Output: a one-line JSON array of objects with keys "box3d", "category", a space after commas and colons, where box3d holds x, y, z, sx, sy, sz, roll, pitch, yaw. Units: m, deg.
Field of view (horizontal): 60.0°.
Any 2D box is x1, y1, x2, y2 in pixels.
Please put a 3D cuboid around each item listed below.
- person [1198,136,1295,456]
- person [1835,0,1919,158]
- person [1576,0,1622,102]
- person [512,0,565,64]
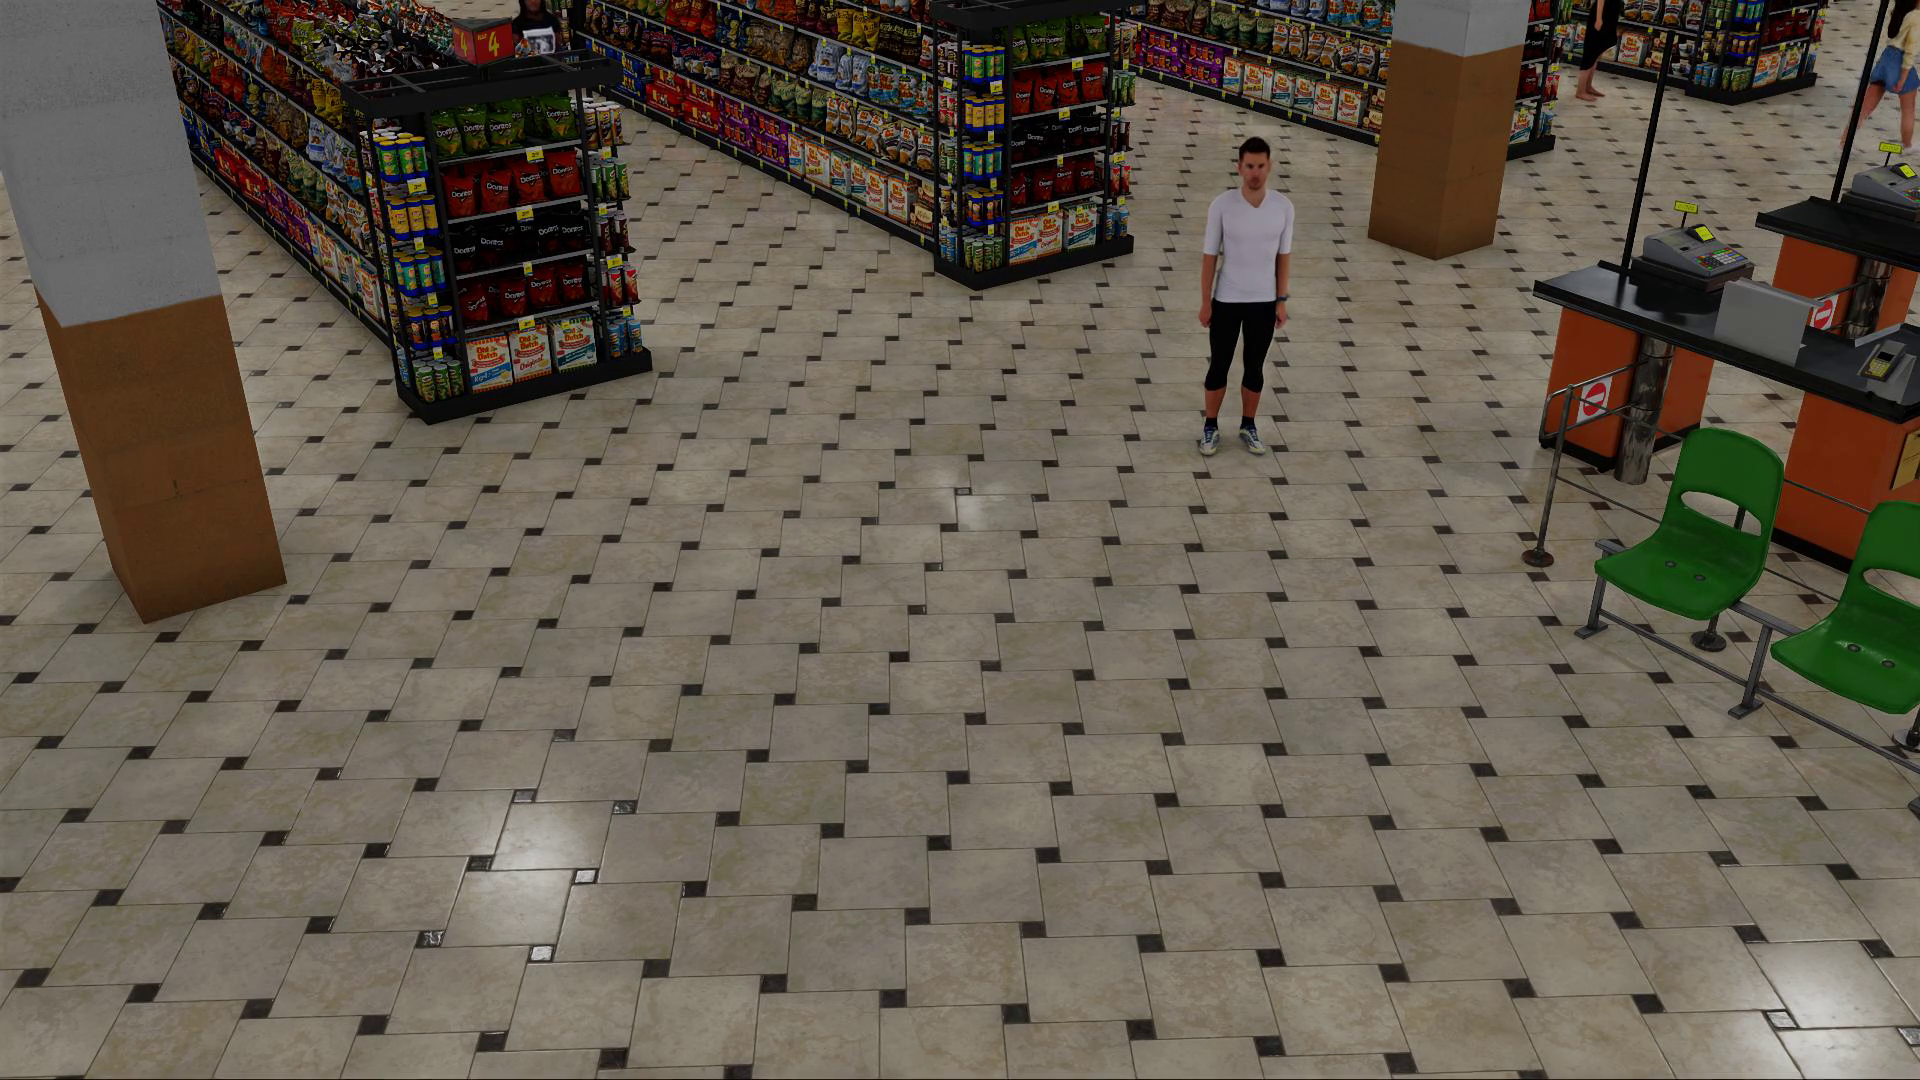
[{"box3d": [1.631, -1.398, 9.565, 0.755, 1.851, 0.763, -1, 29, -2], "category": "person"}, {"box3d": [8.338, -4.209, 14.988, 0.986, 1.589, 1.133, -6, 29, -10], "category": "person"}, {"box3d": [6.598, -5.376, 17.087, 0.621, 1.626, 0.610, 24, 37, 36], "category": "person"}, {"box3d": [-3.635, -3.945, 14.392, 0.742, 1.697, 1.059, -12, 31, -21], "category": "person"}]
